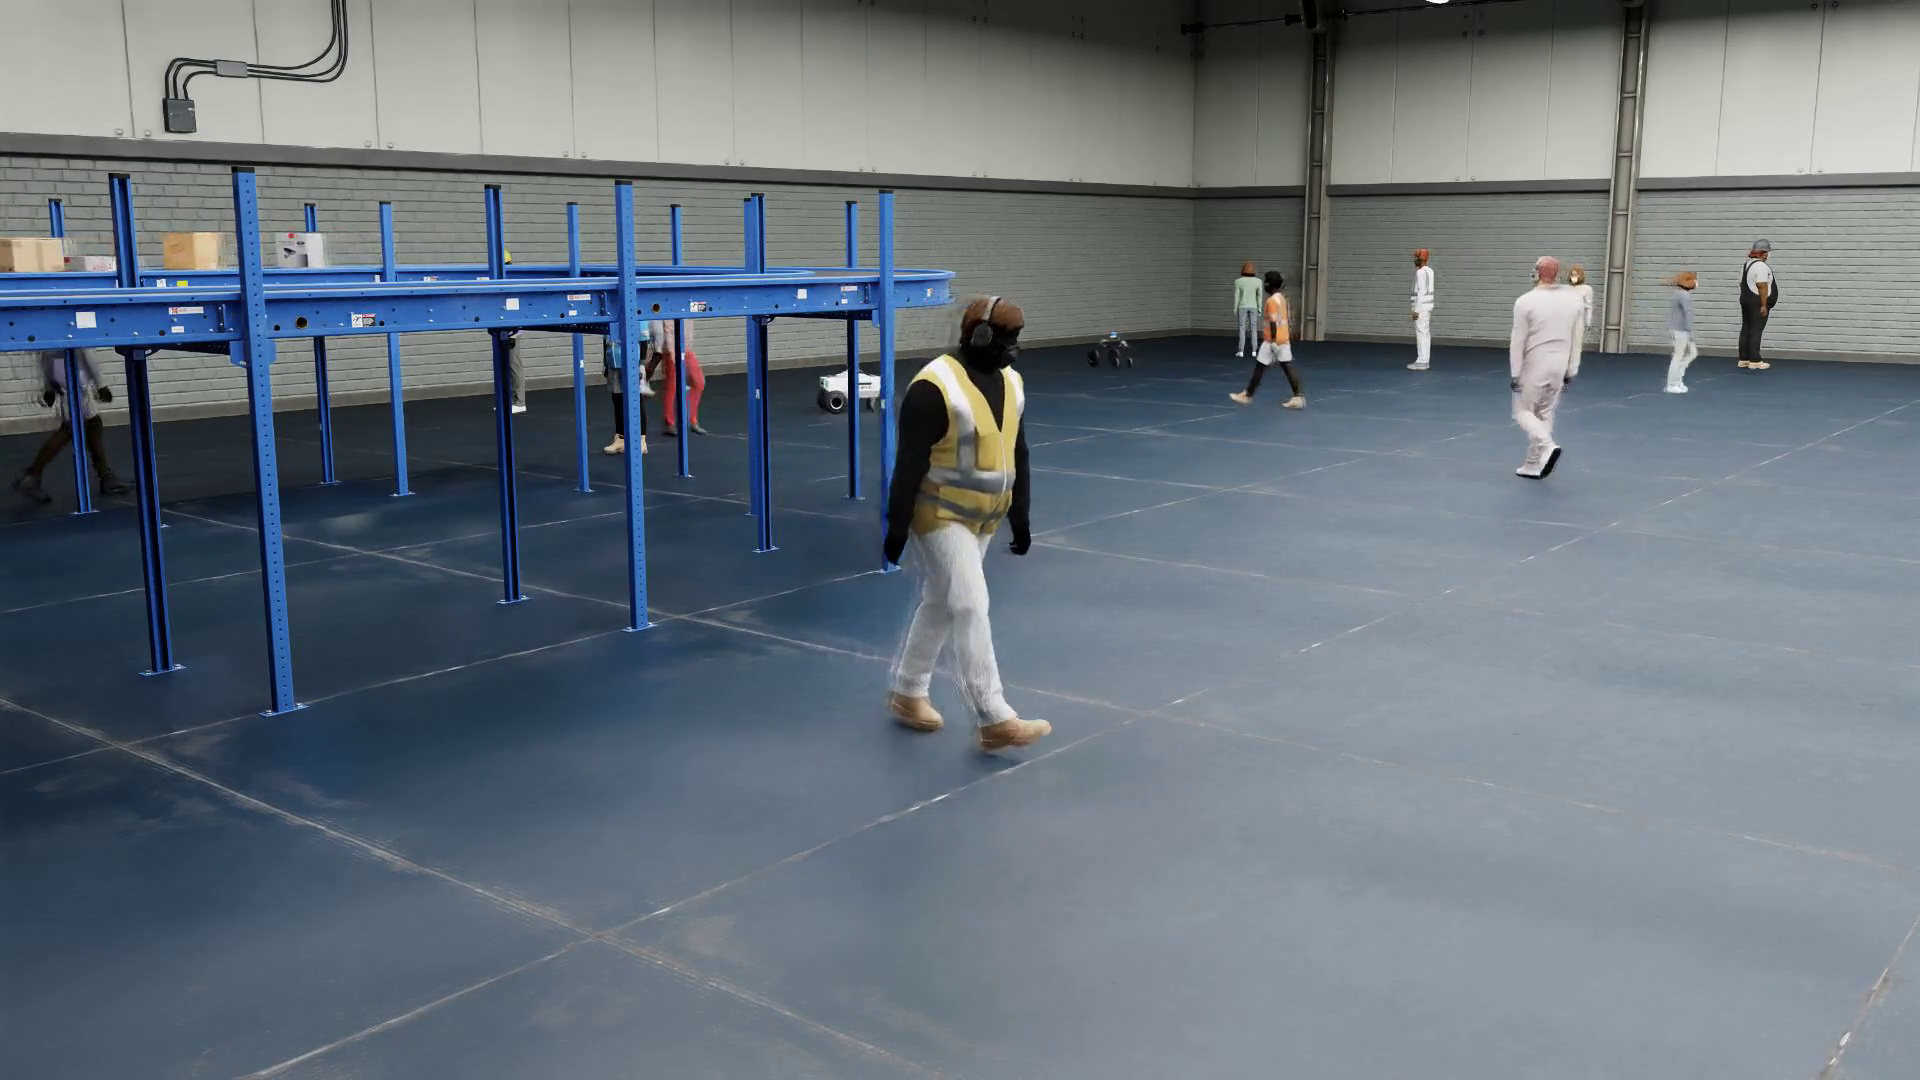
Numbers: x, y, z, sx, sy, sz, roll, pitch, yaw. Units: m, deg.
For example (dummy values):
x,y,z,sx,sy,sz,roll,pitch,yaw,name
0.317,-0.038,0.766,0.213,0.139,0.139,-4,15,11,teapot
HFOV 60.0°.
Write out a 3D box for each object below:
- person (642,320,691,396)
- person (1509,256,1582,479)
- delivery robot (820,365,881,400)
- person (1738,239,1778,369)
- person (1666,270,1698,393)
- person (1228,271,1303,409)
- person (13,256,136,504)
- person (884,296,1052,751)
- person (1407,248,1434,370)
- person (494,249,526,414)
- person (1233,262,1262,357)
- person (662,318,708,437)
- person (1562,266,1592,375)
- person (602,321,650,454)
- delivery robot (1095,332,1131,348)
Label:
x,y,z,sx,sy,sz,roll,pitch,yaw,name
-3.909,-2.719,21.741,0.884,1.651,0.544,-9,14,-41,person
4.915,-1.432,13.970,0.651,1.885,0.663,-3,11,-17,person
-1.295,-1.837,19.755,0.707,0.478,0.477,-3,11,-17,delivery robot
12.690,-3.736,26.420,0.537,2.000,0.683,0,10,0,person
9.600,-2.750,21.996,0.427,1.614,0.513,4,11,19,person
3.735,-2.407,20.006,0.910,1.640,0.539,5,12,27,person
-6.972,-1.251,12.941,0.545,1.900,0.961,8,13,39,person
0.031,-0.071,6.668,0.939,1.788,0.651,7,12,34,person
7.248,-3.625,26.115,0.337,1.882,0.585,6,12,30,person
-5.296,-2.439,19.454,0.380,1.917,0.586,-5,12,-27,person
4.996,-4.006,28.922,0.509,1.632,0.267,-1,10,-3,person
-2.838,-1.930,17.089,0.591,1.738,0.547,5,11,25,person
9.282,-3.311,25.104,0.515,1.621,0.402,7,13,36,person
-3.160,-1.647,15.668,0.540,1.699,0.317,6,12,30,person
2.455,-3.221,26.704,0.335,0.223,0.698,-6,12,-32,delivery robot
